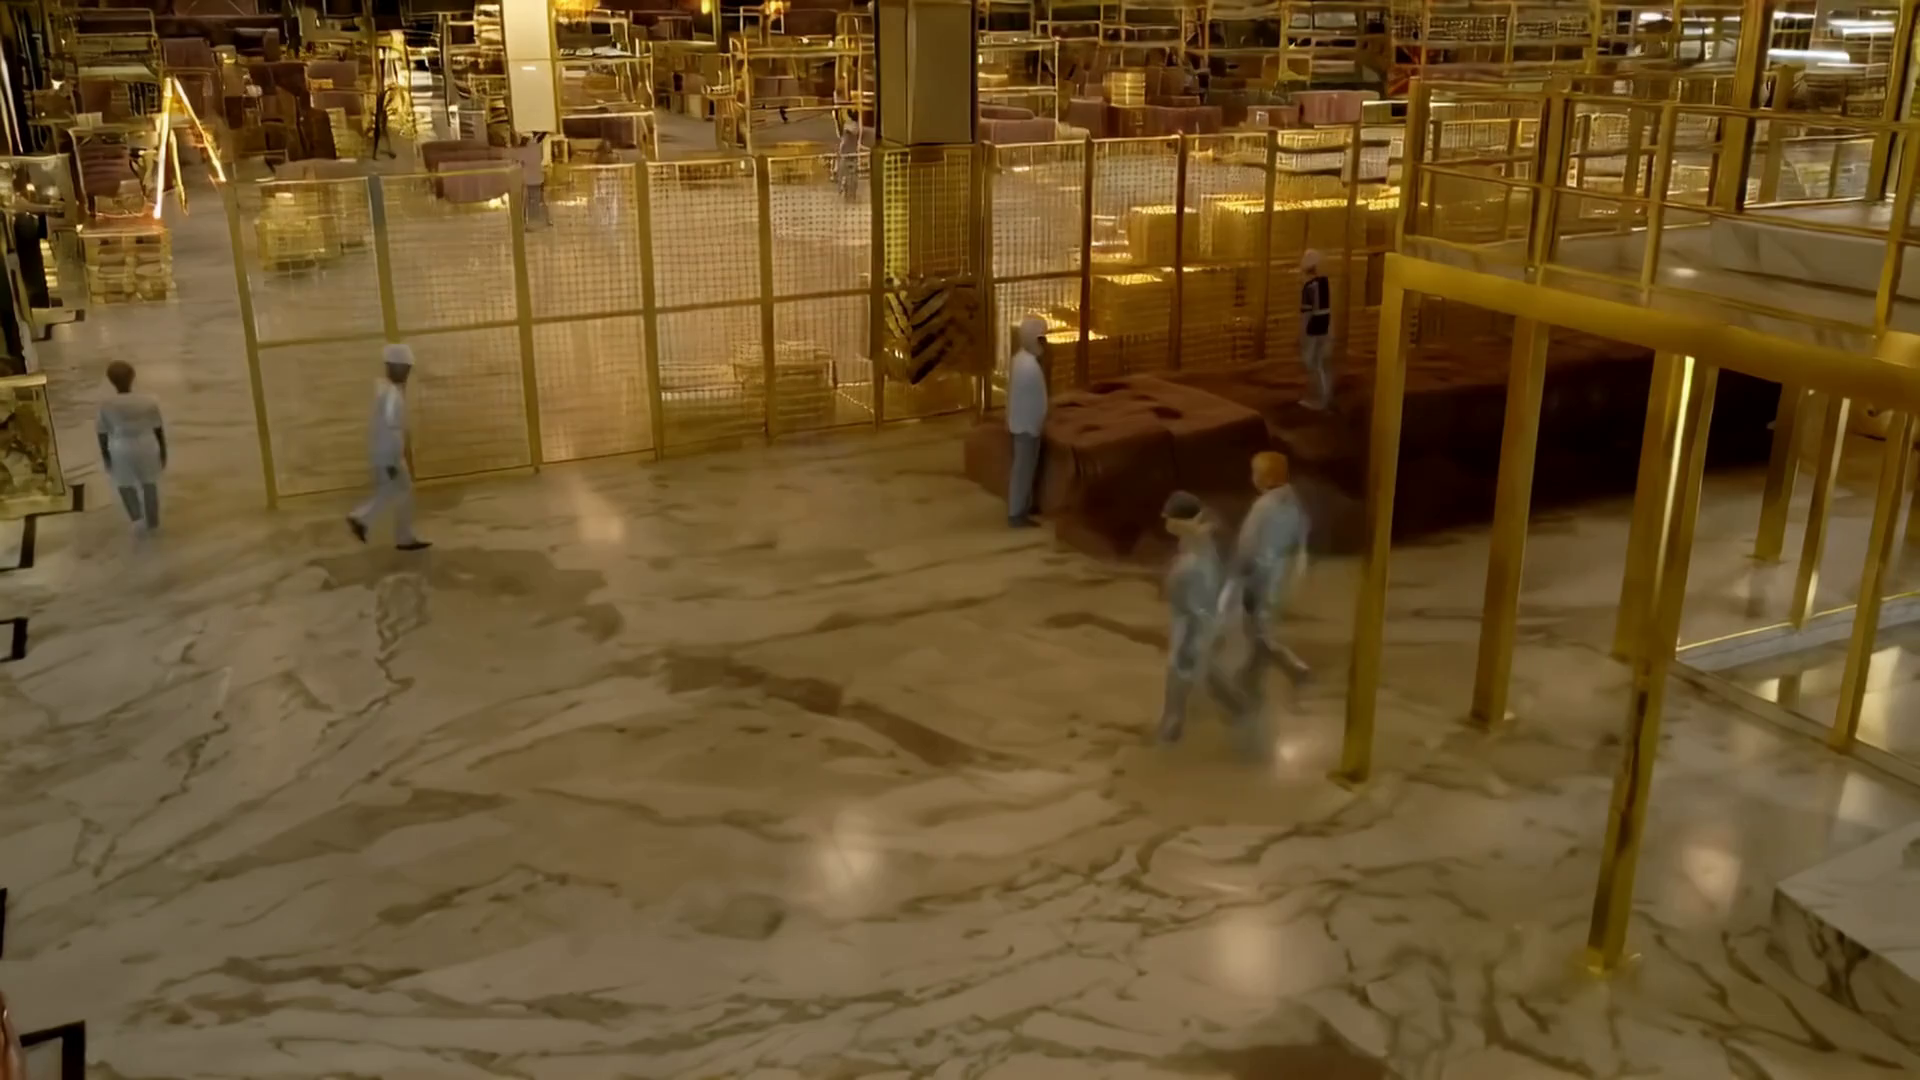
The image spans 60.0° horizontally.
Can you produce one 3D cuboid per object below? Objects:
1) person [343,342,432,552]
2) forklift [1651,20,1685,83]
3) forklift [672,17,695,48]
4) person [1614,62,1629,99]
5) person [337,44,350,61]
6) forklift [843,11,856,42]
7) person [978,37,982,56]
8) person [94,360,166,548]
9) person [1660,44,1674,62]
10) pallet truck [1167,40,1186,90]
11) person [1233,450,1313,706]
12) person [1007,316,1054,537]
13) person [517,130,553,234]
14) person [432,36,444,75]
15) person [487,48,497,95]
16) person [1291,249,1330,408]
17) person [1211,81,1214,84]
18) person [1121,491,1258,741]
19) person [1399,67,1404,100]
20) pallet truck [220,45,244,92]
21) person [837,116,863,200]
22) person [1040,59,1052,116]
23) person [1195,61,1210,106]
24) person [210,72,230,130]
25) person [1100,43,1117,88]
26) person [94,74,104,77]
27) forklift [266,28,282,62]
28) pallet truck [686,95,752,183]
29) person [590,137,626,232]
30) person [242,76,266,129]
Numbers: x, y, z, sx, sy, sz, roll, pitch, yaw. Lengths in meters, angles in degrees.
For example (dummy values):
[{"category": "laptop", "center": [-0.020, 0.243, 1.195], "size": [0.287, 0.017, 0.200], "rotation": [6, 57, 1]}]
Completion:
[{"category": "person", "center": [-5.001, -0.791, 14.465], "size": [0.682, 1.886, 0.587], "rotation": [-7, 20, -19]}, {"category": "forklift", "center": [28.827, -19.887, 68.320], "size": [1.873, 2.768, 1.129], "rotation": [-9, 21, -25]}, {"category": "forklift", "center": [-11.994, -21.337, 72.523], "size": [1.129, 2.768, 1.873], "rotation": [-13, 23, -33]}, {"category": "person", "center": [23.862, -16.371, 59.941], "size": [0.540, 1.682, 0.540], "rotation": [-10, 21, -26]}, {"category": "person", "center": [-25.252, -19.342, 68.202], "size": [0.828, 1.920, 0.637], "rotation": [14, 23, 34]}, {"category": "forklift", "center": [-5.524, -25.076, 83.359], "size": [1.873, 2.768, 1.129], "rotation": [-9, 21, -25]}, {"category": "person", "center": [0.953, -23.922, 81.902], "size": [0.520, 1.623, 0.539], "rotation": [-16, 25, -39]}, {"category": "person", "center": [-7.251, -0.737, 14.633], "size": [0.540, 1.677, 0.631], "rotation": [-13, 23, -33]}, {"category": "person", "center": [31.459, -21.357, 74.164], "size": [0.691, 1.832, 1.028], "rotation": [-1, 19, -4]}, {"category": "pallet truck", "center": [9.045, -19.971, 69.895], "size": [0.823, 1.965, 1.885], "rotation": [-3, 19, -8]}, {"category": "person", "center": [2.182, 0.283, 11.459], "size": [0.607, 1.826, 0.632], "rotation": [16, 24, 38]}, {"category": "person", "center": [0.628, -1.028, 14.986], "size": [0.396, 1.992, 0.619], "rotation": [-3, 19, -10]}, {"category": "person", "center": [-8.234, -6.944, 32.247], "size": [0.677, 1.917, 1.001], "rotation": [6, 20, 18]}, {"category": "person", "center": [-24.235, -22.467, 77.248], "size": [0.559, 1.922, 0.694], "rotation": [-12, 22, -31]}, {"category": "person", "center": [-18.022, -17.932, 64.073], "size": [0.361, 1.938, 0.635], "rotation": [1, 19, 4]}, {"category": "person", "center": [4.065, -2.434, 19.234], "size": [0.446, 1.878, 0.625], "rotation": [11, 22, 28]}, {"category": "person", "center": [11.053, -20.991, 72.950], "size": [0.829, 1.932, 0.635], "rotation": [-14, 23, -35]}, {"category": "person", "center": [1.562, 0.519, 10.911], "size": [0.865, 1.733, 0.534], "rotation": [7, 20, 20]}, {"category": "person", "center": [17.019, -17.568, 63.068], "size": [0.925, 1.895, 0.570], "rotation": [-11, 22, -28]}, {"category": "pallet truck", "center": [-28.879, -18.665, 66.111], "size": [0.823, 1.965, 1.885], "rotation": [-3, 19, -9]}, {"category": "person", "center": [-2.471, -8.500, 36.908], "size": [0.896, 1.831, 0.539], "rotation": [18, 26, 42]}, {"category": "person", "center": [2.951, -15.590, 57.311], "size": [0.392, 1.922, 0.591], "rotation": [-7, 20, -19]}, {"category": "person", "center": [8.829, -16.592, 60.572], "size": [0.539, 1.687, 0.369], "rotation": [-1, 19, -4]}, {"category": "person", "center": [-23.266, -13.755, 52.191], "size": [0.563, 1.802, 0.891], "rotation": [1, 19, 4]}, {"category": "person", "center": [6.329, -20.115, 70.510], "size": [0.709, 1.873, 0.413], "rotation": [15, 24, 37]}, {"category": "person", "center": [-32.710, -17.424, 63.087], "size": [0.596, 1.616, 0.546], "rotation": [2, 19, 6]}, {"category": "forklift", "center": [-24.567, -16.973, 59.873], "size": [1.873, 2.768, 1.129], "rotation": [-9, 21, -25]}, {"category": "pallet truck", "center": [-5.836, -9.608, 39.856], "size": [0.823, 1.965, 1.885], "rotation": [10, 22, 27]}, {"category": "person", "center": [-6.831, -6.903, 32.326], "size": [0.644, 1.803, 0.952], "rotation": [-1, 19, -3]}, {"category": "person", "center": [-21.146, -12.937, 49.755], "size": [0.977, 1.841, 0.571], "rotation": [18, 26, 42]}]
